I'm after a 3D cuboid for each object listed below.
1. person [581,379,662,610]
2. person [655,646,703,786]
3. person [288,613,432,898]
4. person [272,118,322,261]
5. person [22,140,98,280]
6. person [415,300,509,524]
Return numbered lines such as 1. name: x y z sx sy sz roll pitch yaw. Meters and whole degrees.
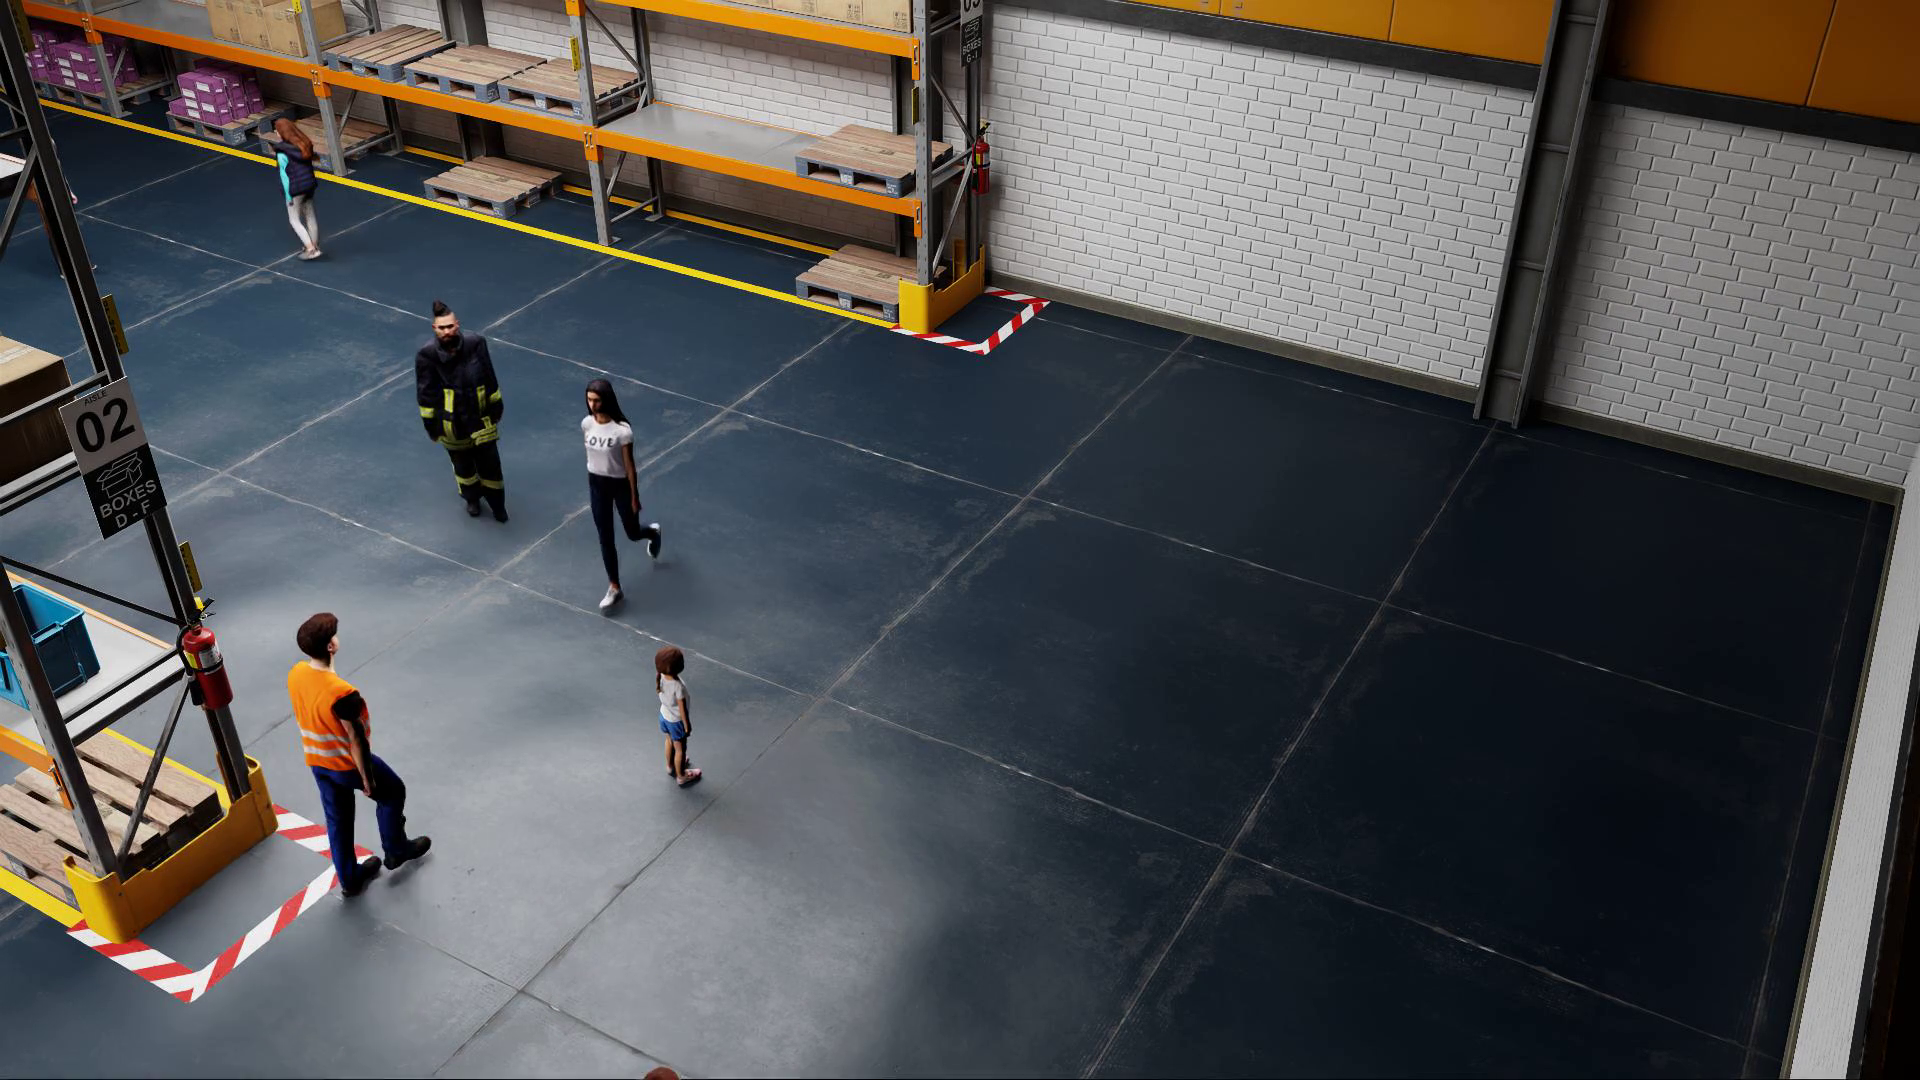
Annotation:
1. person: -2.454 -0.390 12.057 1.033 1.756 0.777 13 36 18
2. person: -1.806 1.094 10.490 0.527 1.019 0.432 -22 40 -30
3. person: -3.563 1.291 9.429 0.738 1.865 0.749 16 37 22
4. person: -6.780 -3.617 17.147 0.650 1.496 0.592 15 36 21
5. person: -9.144 -3.491 16.731 0.625 1.748 0.645 6 34 9
6. person: -3.875 -1.049 12.962 0.954 1.852 0.997 -12 36 -18
